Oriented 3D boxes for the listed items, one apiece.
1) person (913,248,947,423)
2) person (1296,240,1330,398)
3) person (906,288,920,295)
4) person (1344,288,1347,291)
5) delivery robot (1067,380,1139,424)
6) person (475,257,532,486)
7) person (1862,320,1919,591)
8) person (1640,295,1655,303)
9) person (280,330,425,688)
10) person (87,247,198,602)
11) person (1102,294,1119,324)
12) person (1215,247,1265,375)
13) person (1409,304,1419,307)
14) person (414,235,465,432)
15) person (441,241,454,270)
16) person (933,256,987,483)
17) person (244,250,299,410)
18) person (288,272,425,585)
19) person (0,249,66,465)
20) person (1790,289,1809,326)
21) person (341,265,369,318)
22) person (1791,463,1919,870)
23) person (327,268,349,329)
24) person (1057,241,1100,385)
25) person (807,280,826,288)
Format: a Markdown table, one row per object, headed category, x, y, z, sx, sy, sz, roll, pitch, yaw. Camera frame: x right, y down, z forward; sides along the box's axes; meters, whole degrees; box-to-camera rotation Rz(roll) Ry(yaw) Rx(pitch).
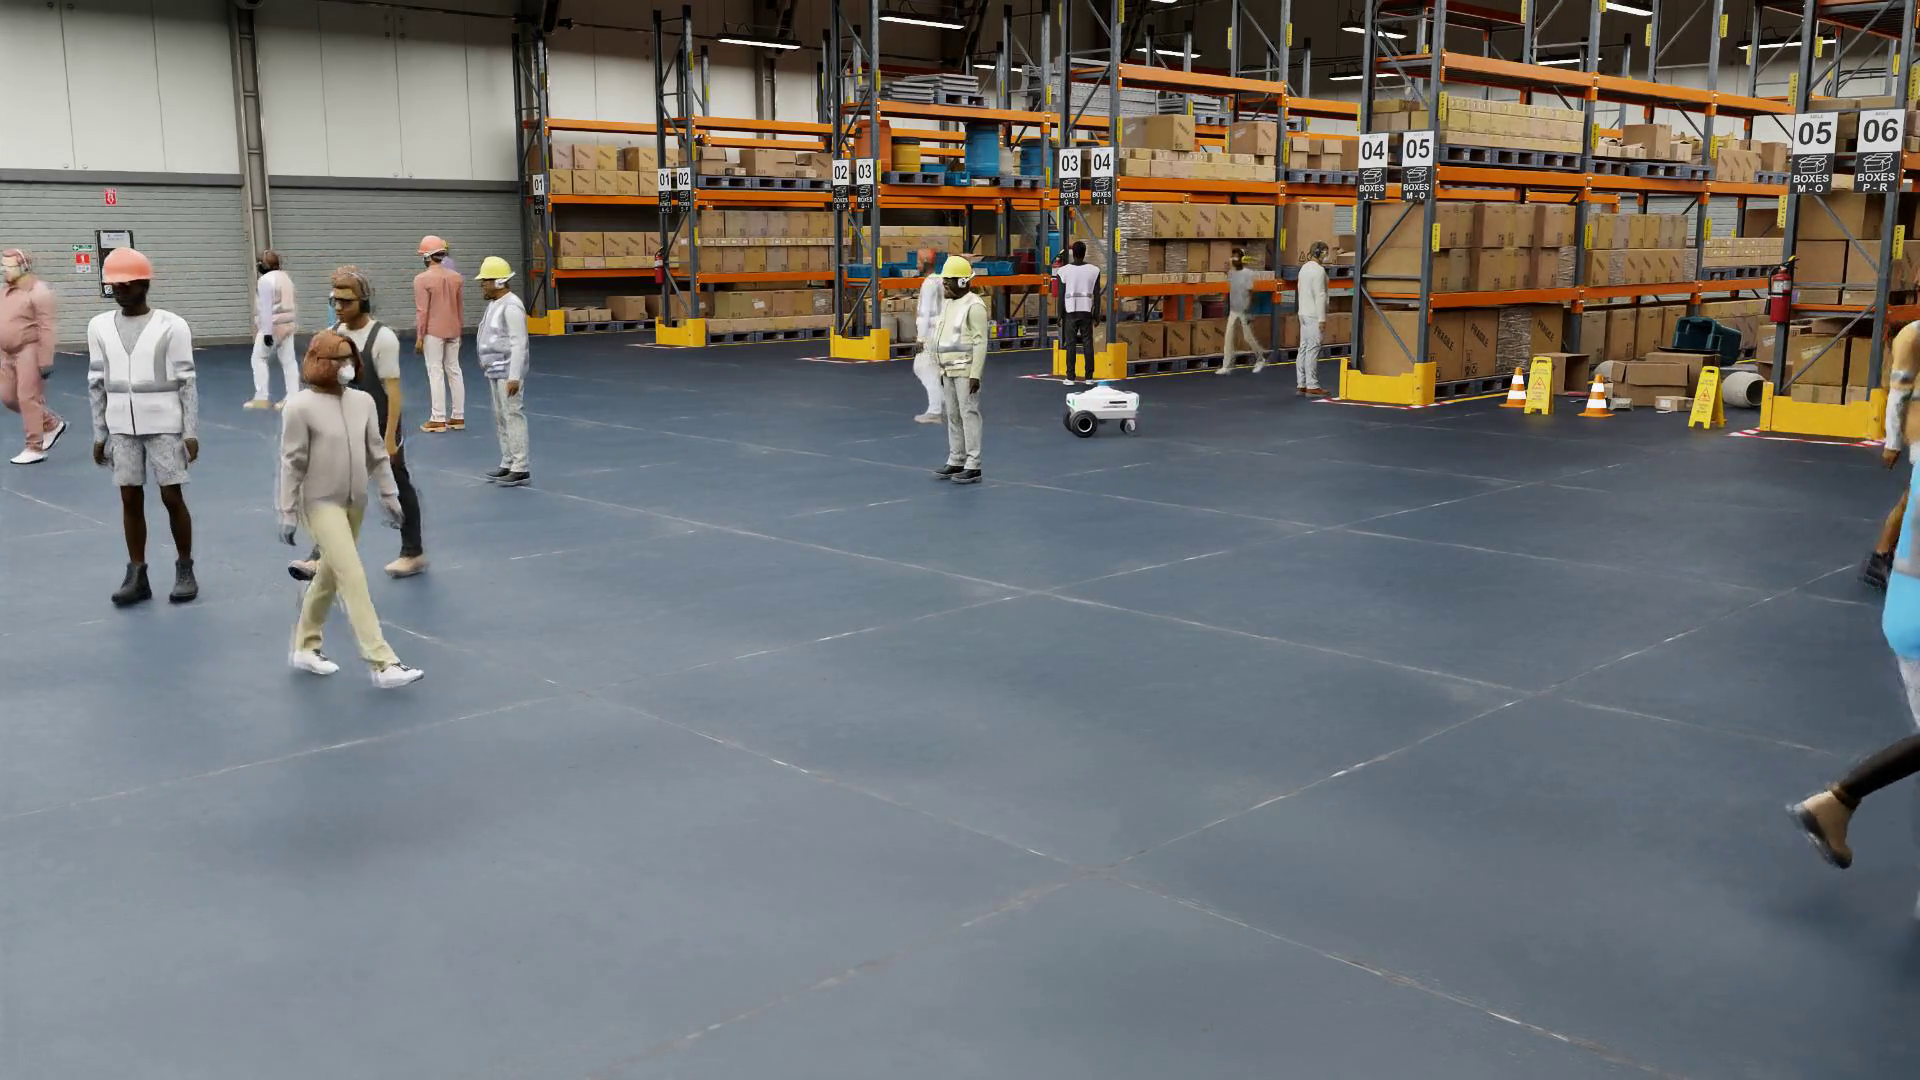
| category | x | y | z | sx | sy | sz | roll | pitch | yaw |
| --- | --- | --- | --- | --- | --- | --- | --- | --- | --- |
| person | -0.339 | -2.188 | 17.841 | 0.413 | 1.871 | 0.579 | 1 | 10 | 7 |
| person | 4.420 | -2.766 | 20.804 | 0.370 | 1.934 | 0.627 | -2 | 11 | -10 |
| person | -0.946 | -5.612 | 37.088 | 0.539 | 1.654 | 0.856 | 6 | 12 | 31 |
| person | 9.232 | -6.005 | 39.126 | 1.017 | 1.694 | 0.548 | -4 | 11 | -19 |
| delivery robot | 1.448 | -1.379 | 16.847 | 0.707 | 0.478 | 0.477 | -2 | 11 | -6 |
| person | -3.689 | -1.364 | 13.442 | 0.404 | 1.827 | 0.599 | -6 | 12 | -30 |
| person | 5.360 | -0.585 | 9.043 | 0.565 | 1.883 | 0.989 | -3 | 11 | -17 |
| person | 14.333 | -5.340 | 34.975 | 0.601 | 1.892 | 0.944 | -9 | 14 | -41 |
| person | -2.749 | -0.144 | 7.433 | 0.850 | 1.580 | 0.518 | 5 | 11 | 24 |
| person | -4.469 | -0.620 | 9.093 | 0.553 | 1.935 | 0.367 | -1 | 10 | -3 |
| person | 3.231 | -5.336 | 35.314 | 0.409 | 1.751 | 0.558 | -7 | 13 | -35 |
| person | 4.113 | -3.327 | 24.142 | 0.914 | 1.841 | 0.548 | -8 | 13 | -39 |
| person | 6.921 | -3.418 | 24.632 | 0.583 | 1.832 | 0.971 | 10 | 14 | 44 |
| person | -5.360 | -2.121 | 17.115 | 0.375 | 1.997 | 0.608 | 6 | 12 | 29 |
| person | -9.745 | -4.678 | 31.262 | 0.450 | 1.913 | 0.623 | 3 | 11 | 17 |
| person | -0.008 | -1.391 | 13.581 | 0.403 | 1.830 | 0.598 | -5 | 12 | -27 |
| person | -7.959 | -2.396 | 19.083 | 0.731 | 1.820 | 0.660 | 1 | 10 | 8 |
| person | -3.411 | -0.615 | 9.470 | 0.528 | 1.780 | 1.042 | 4 | 11 | 19 |
| person | -8.257 | -1.636 | 14.779 | 0.667 | 1.885 | 0.541 | 5 | 12 | 27 |
| person | 12.942 | -3.662 | 25.722 | 0.597 | 1.918 | 0.587 | -10 | 14 | -44 |
| person | -7.470 | -2.575 | 20.598 | 0.318 | 1.630 | 0.513 | -5 | 11 | -23 |
| person | 2.834 | 0.287 | 4.837 | 0.554 | 1.685 | 0.551 | 5 | 12 | 26 |
| person | -7.166 | -2.379 | 19.539 | 0.407 | 1.623 | 0.527 | 3 | 11 | 17 |
| person | 1.592 | -3.044 | 22.359 | 0.590 | 1.918 | 0.391 | -1 | 10 | -4 |
| person | -2.964 | -5.447 | 35.260 | 0.614 | 1.990 | 0.392 | 3 | 11 | 16 |
